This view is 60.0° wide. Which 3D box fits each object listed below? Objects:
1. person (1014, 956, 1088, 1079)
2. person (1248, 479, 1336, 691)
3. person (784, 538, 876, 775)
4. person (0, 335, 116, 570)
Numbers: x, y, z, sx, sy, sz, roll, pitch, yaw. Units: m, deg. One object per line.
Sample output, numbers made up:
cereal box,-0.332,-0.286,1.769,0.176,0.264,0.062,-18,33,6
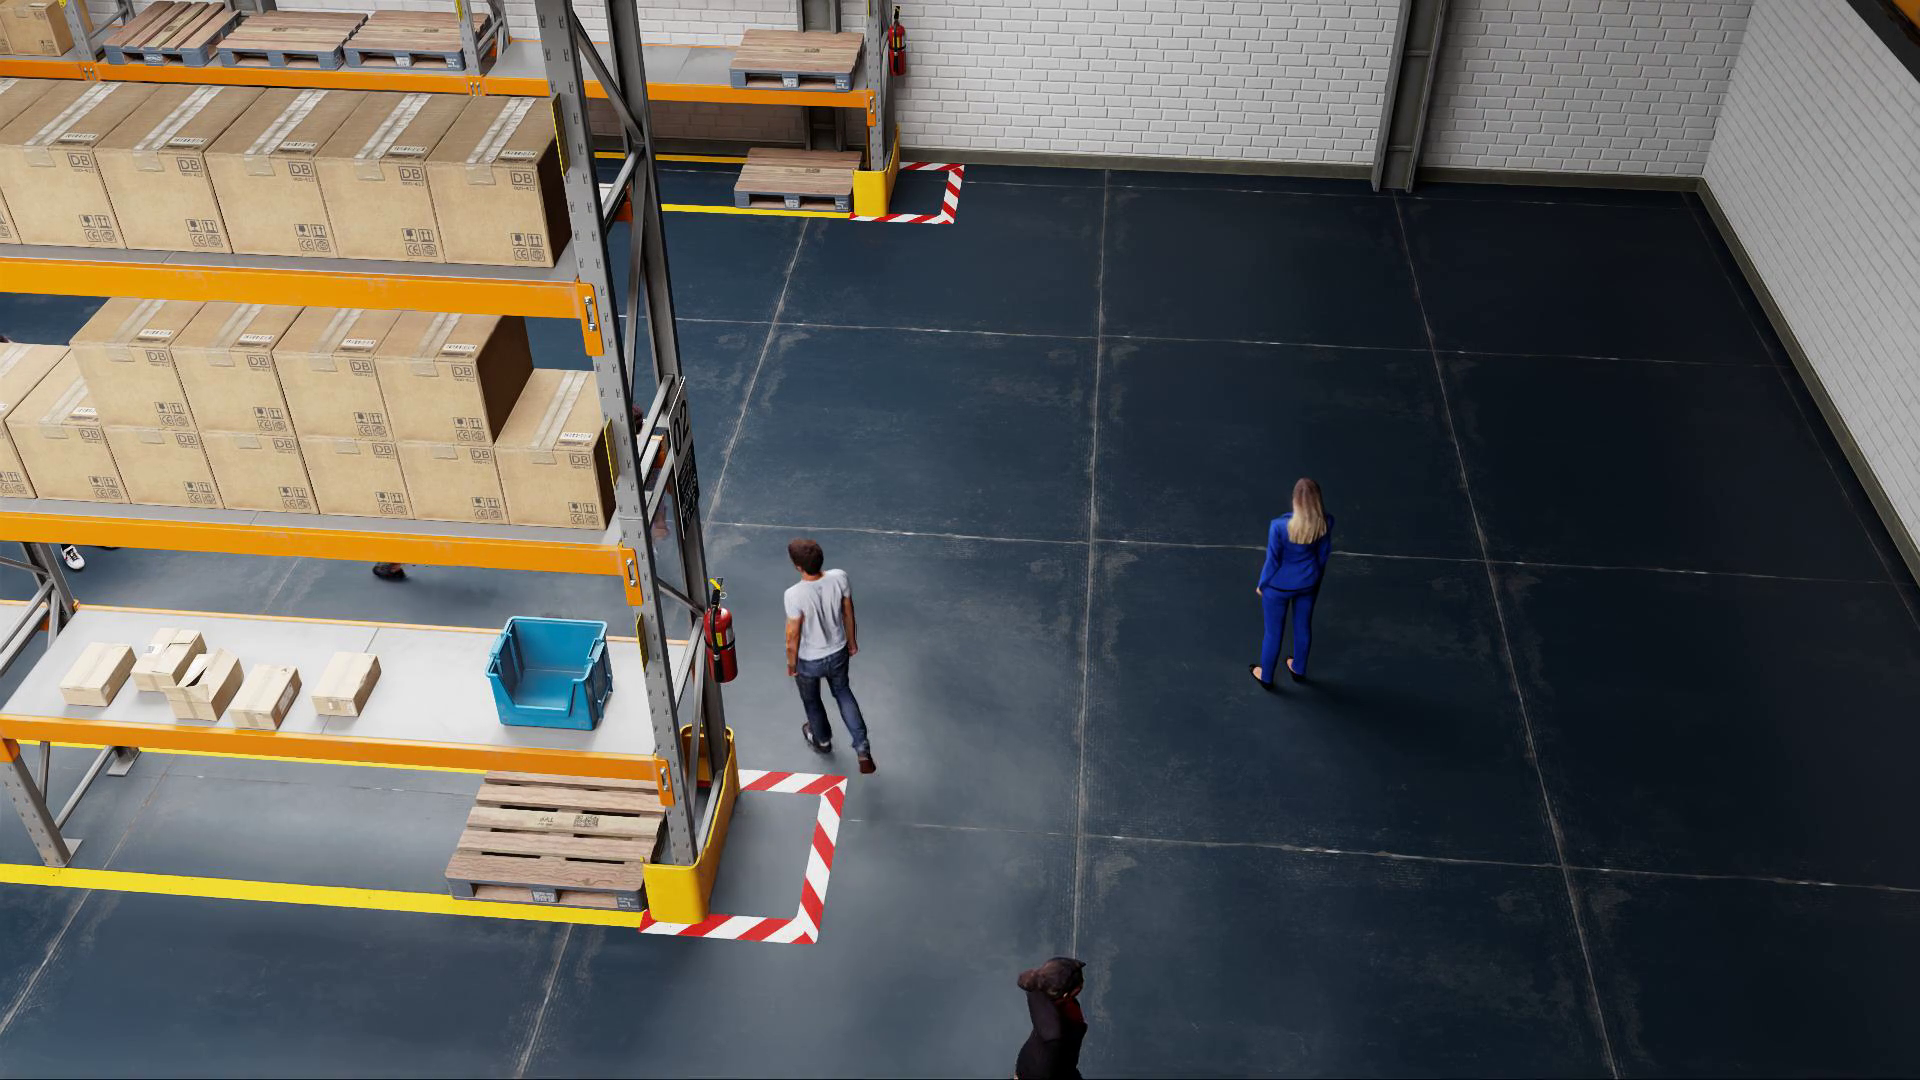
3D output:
person,0.351,2.647,8.225,1.054,1.608,0.796,-10,40,-12
person,2.222,0.298,11.093,0.602,1.700,0.747,-10,40,-12
person,-0.846,0.753,10.408,1.028,1.844,1.047,-20,43,-23
person,-6.671,-0.690,12.130,0.774,1.950,0.797,22,44,25
